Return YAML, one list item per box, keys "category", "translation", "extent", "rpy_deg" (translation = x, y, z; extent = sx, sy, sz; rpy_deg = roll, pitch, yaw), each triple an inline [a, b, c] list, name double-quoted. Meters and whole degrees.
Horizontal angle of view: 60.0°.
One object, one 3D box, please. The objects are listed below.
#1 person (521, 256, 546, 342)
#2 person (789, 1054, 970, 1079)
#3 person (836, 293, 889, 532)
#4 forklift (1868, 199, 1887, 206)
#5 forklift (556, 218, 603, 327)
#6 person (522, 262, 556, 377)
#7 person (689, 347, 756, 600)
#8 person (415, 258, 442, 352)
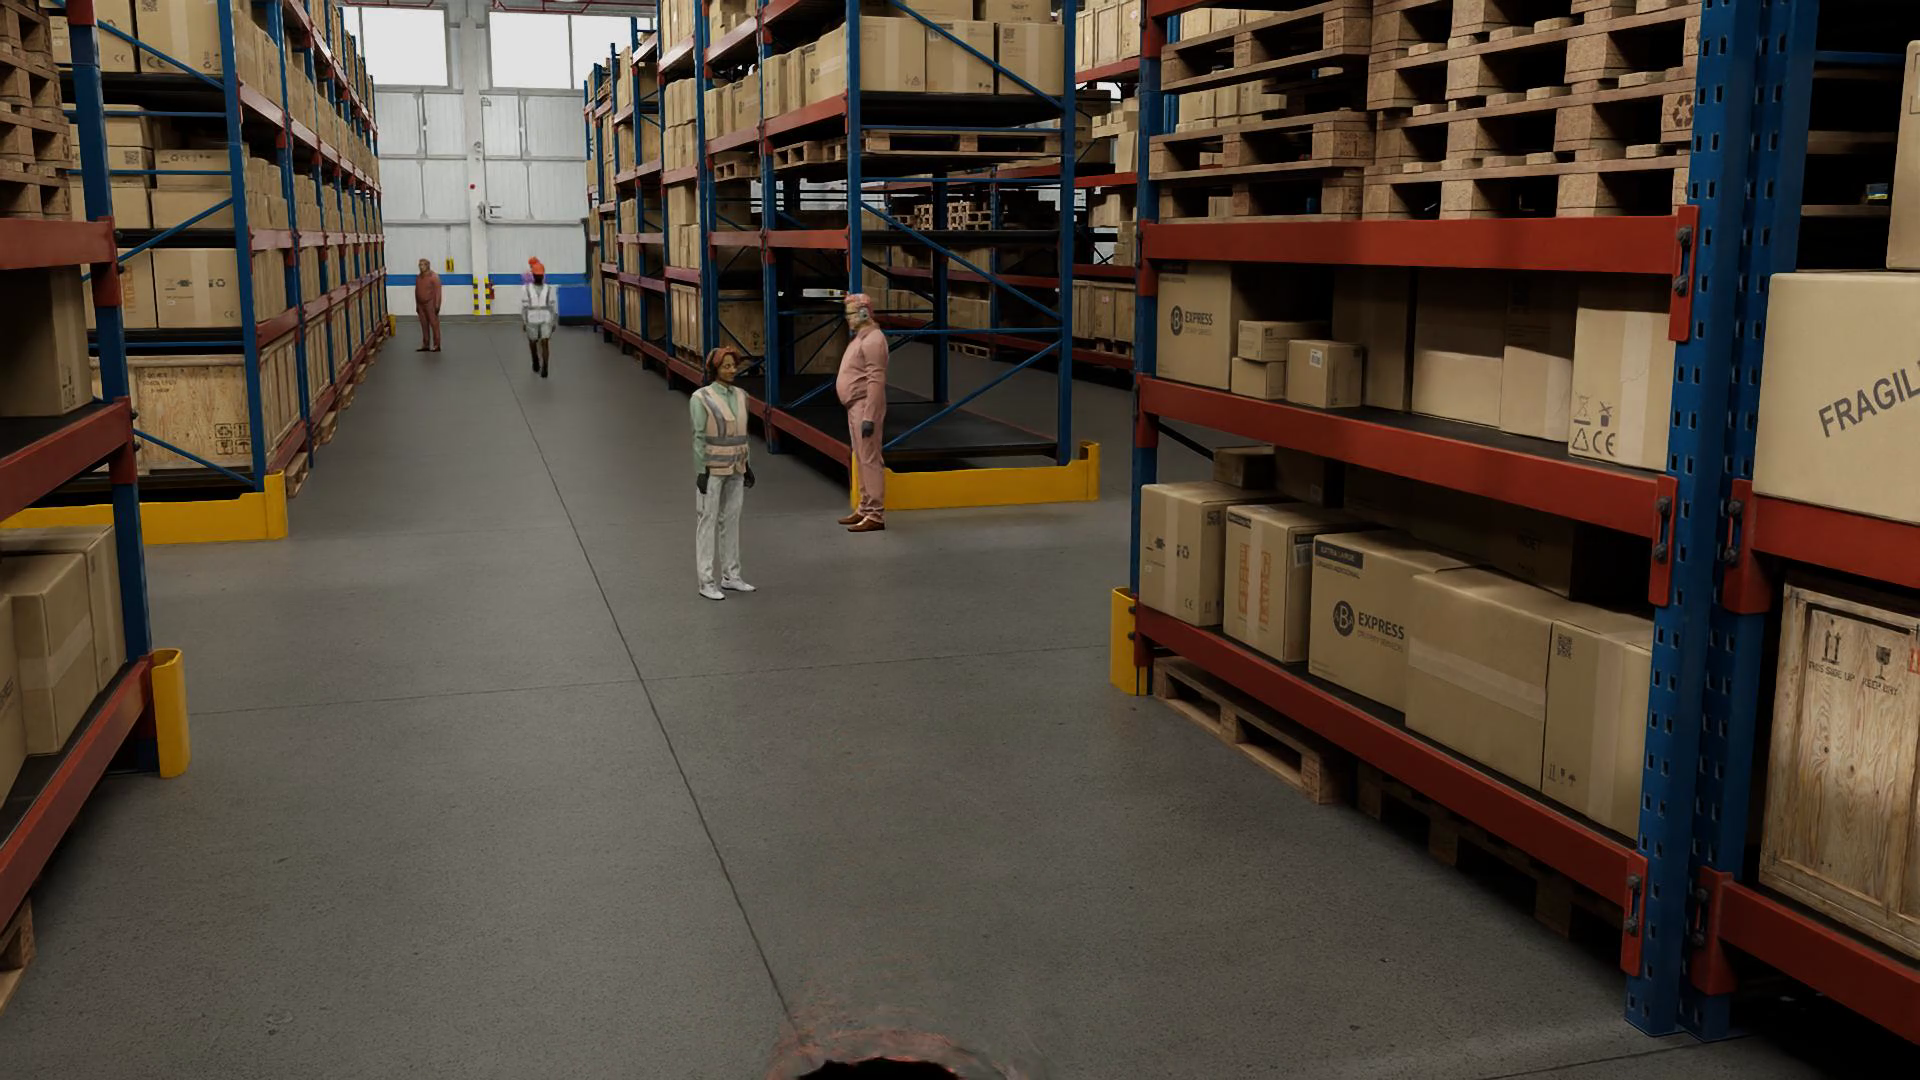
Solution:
- category: "person"
  translation: [-9.560, -5.407, 37.354]
  extent: [0.543, 1.915, 0.503]
  rpy_deg: [-3, 11, -17]
- category: "person"
  translation: [-0.017, 1.207, 1.205]
  extent: [0.650, 1.878, 0.811]
  rpy_deg: [-2, 11, -12]
- category: "person"
  translation: [-0.785, -1.022, 13.352]
  extent: [0.410, 1.905, 0.641]
  rpy_deg: [-3, 11, -14]
- category: "forklift"
  translation: [11.338, -2.915, 21.052]
  extent: [1.129, 2.768, 1.873]
  rpy_deg: [-3, 11, -17]
- category: "forklift"
  translation: [-9.540, -6.948, 43.160]
  extent: [1.873, 2.768, 1.129]
  rpy_deg: [-3, 11, -17]
- category: "person"
  translation: [-7.080, -3.707, 28.000]
  extent: [0.560, 1.927, 0.521]
  rpy_deg: [-3, 11, -16]
- category: "person"
  translation: [-1.553, -0.441, 10.886]
  extent: [0.310, 1.642, 0.514]
  rpy_deg: [7, 13, 34]
- category: "person"
  translation: [-10.934, -4.812, 34.123]
  extent: [0.644, 1.907, 0.399]
  rpy_deg: [6, 12, 28]
